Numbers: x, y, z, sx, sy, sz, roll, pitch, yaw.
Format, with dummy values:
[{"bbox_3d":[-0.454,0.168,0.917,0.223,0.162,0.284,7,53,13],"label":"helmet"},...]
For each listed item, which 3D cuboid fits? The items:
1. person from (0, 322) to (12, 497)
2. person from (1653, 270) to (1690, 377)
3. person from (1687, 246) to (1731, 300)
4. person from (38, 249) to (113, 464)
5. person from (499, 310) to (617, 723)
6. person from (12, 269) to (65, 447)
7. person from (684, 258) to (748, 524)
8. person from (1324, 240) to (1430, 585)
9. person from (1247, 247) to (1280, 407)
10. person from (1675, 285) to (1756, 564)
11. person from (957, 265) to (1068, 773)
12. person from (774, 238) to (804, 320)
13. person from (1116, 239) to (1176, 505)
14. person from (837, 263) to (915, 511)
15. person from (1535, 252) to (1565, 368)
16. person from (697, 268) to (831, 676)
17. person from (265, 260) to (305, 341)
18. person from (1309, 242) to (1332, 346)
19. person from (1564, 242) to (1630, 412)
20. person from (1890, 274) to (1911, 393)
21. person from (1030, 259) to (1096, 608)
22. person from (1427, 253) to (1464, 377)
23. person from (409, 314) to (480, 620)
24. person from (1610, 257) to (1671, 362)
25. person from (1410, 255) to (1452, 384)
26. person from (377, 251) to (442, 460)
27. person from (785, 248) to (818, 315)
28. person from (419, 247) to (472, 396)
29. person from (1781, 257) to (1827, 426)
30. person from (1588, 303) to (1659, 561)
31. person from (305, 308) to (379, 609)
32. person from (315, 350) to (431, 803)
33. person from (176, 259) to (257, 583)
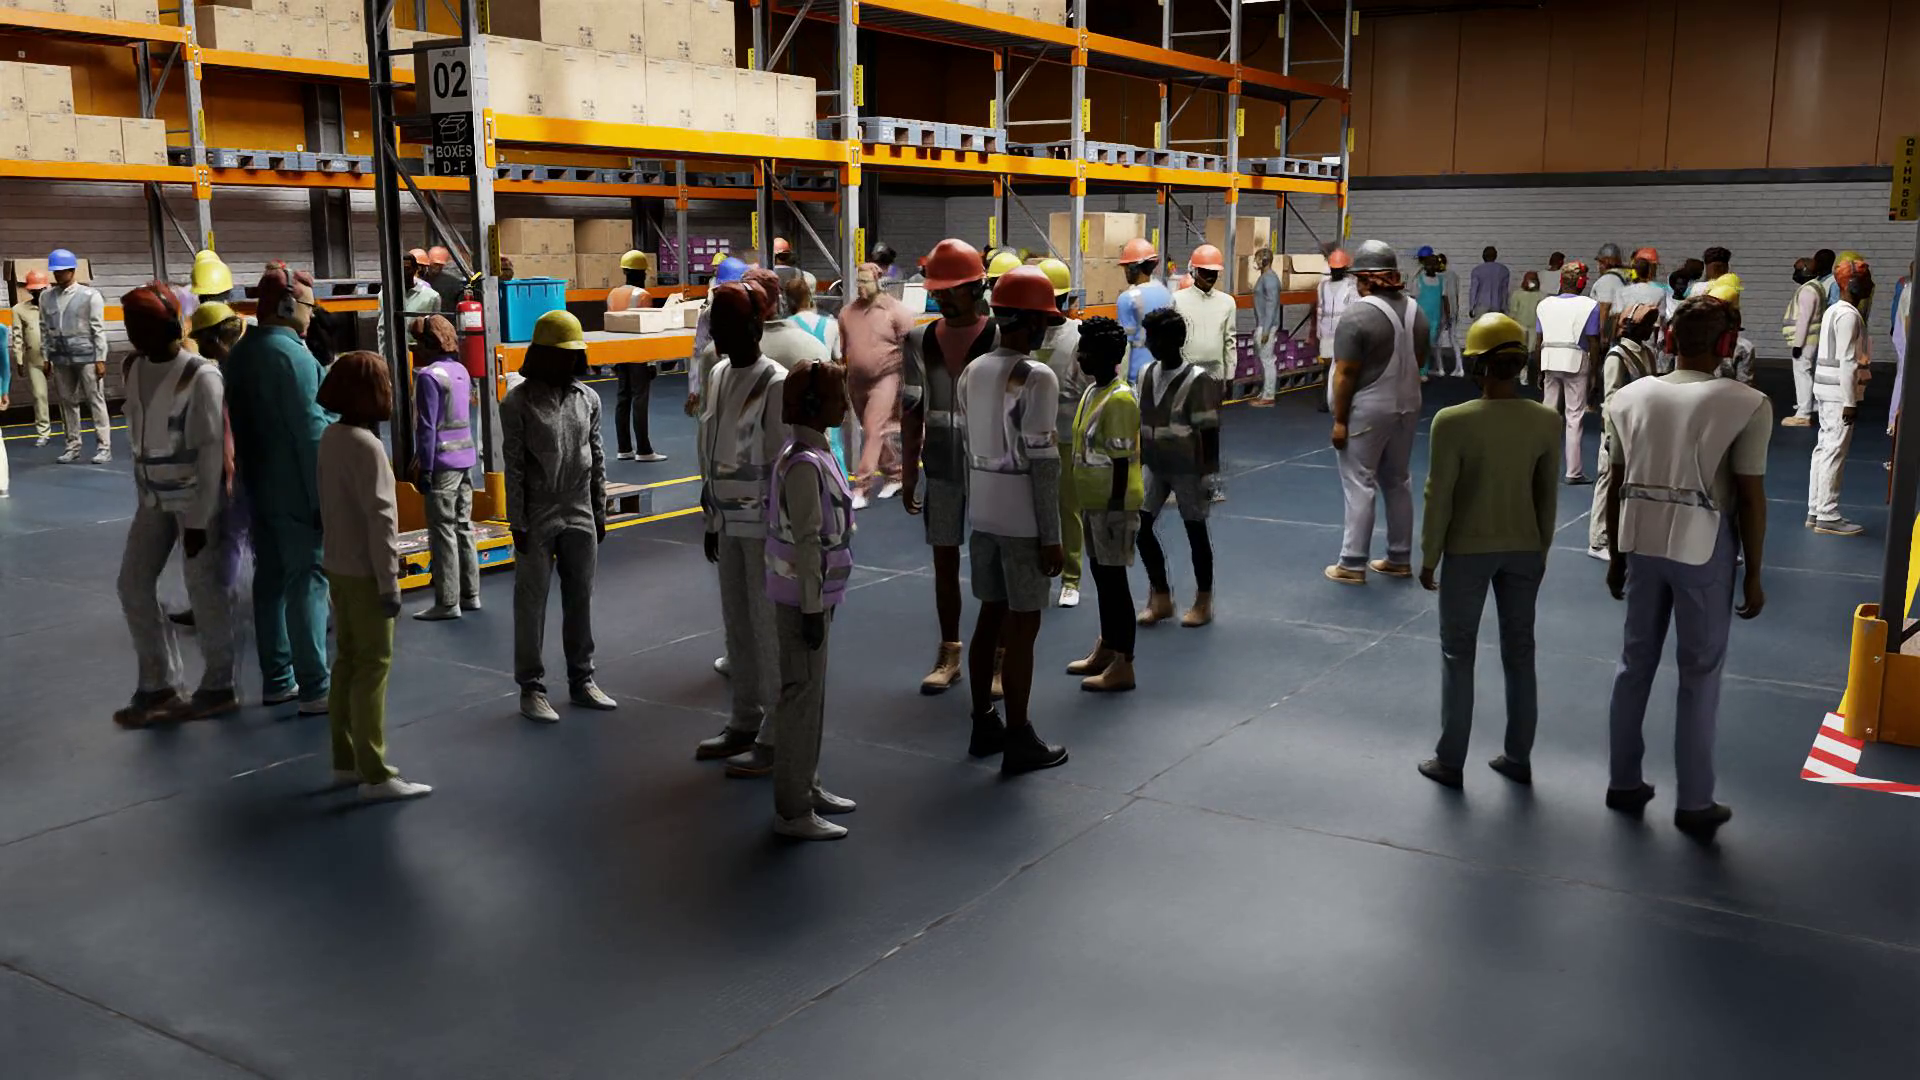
[{"bbox_3d":[-7.719,-1.176,12.995,0.354,1.737,0.574,7,12,32],"label":"person"},{"bbox_3d":[7.763,-2.075,18.083,0.533,1.697,0.318,0,10,-2],"label":"person"},{"bbox_3d":[7.318,-1.883,16.271,0.367,1.966,0.605,-1,10,-3],"label":"person"},{"bbox_3d":[-8.021,-1.646,15.038,0.605,1.938,0.410,1,10,5],"label":"person"},{"bbox_3d":[-1.687,-0.099,7.037,0.320,1.737,0.483,10,14,43],"label":"person"},{"bbox_3d":[-8.953,-1.773,16.295,0.573,1.739,0.355,-4,11,-19],"label":"person"},{"bbox_3d":[-1.585,-1.021,11.696,0.598,1.887,1.058,5,11,26],"label":"person"},{"bbox_3d":[2.436,-0.771,9.900,0.689,2.000,0.536,-7,12,-32],"label":"person"},{"bbox_3d":[3.712,-2.585,20.235,0.352,1.937,0.635,1,10,4],"label":"person"},{"bbox_3d":[4.701,-0.710,10.389,0.484,1.745,0.297,9,14,41],"label":"person"},{"bbox_3d":[0.222,-0.079,6.391,0.386,1.929,0.543,-7,12,-33],"label":"person"},{"bbox_3d":[-2.231,-2.730,20.741,0.609,2.048,0.367,-6,12,-32],"label":"person"},{"bbox_3d":[1.369,-1.249,12.604,0.608,2.033,0.429,-9,14,-42],"label":"person"},{"bbox_3d":[-0.683,-1.184,12.725,0.665,1.858,1.011,6,12,30],"label":"person"},{"bbox_3d":[9.314,-3.607,26.200,0.575,1.832,0.402,9,14,42],"label":"person"},{"bbox_3d":[-0.908,-0.302,7.717,0.647,1.897,0.399,-5,11,-27],"label":"person"},{"bbox_3d":[-6.997,-2.007,17.378,0.641,1.822,0.453,9,13,40],"label":"person"},{"bbox_3d":[6.211,-4.057,28.282,0.610,1.986,0.412,-4,11,-19],"label":"person"},{"bbox_3d":[7.625,-2.491,19.432,0.885,2.000,0.682,9,14,42],"label":"person"},{"bbox_3d":[12.535,-2.813,21.799,0.634,1.836,0.430,2,10,12],"label":"person"},{"bbox_3d":[0.499,-0.583,9.204,0.586,1.918,0.398,4,11,20],"label":"person"},{"bbox_3d":[7.181,-3.323,24.627,0.558,1.830,0.564,-6,12,-31],"label":"person"},{"bbox_3d":[-2.762,-0.392,8.935,0.324,1.630,0.525,1,10,5],"label":"person"},{"bbox_3d":[7.104,-2.009,17.330,0.611,1.834,0.739,4,11,20],"label":"person"},{"bbox_3d":[6.625,-3.087,23.371,0.524,1.808,0.886,-1,10,-4],"label":"person"},{"bbox_3d":[-4.943,-1.629,14.988,0.591,1.922,0.392,1,10,4],"label":"person"},{"bbox_3d":[-2.107,-2.712,20.974,0.636,1.939,0.401,-2,10,-9],"label":"person"},{"bbox_3d":[-6.374,-2.583,20.254,0.640,1.949,0.668,0,10,1],"label":"person"},{"bbox_3d":[9.224,-2.161,18.196,0.431,1.837,0.629,6,12,32],"label":"person"},{"bbox_3d":[4.213,-0.676,10.521,0.509,1.629,0.316,-9,14,-40],"label":"person"},{"bbox_3d":[-3.478,-0.453,9.190,0.551,1.636,0.869,-4,11,-19],"label":"person"},{"bbox_3d":[-2.157,0.131,6.033,0.268,1.630,0.507,-8,13,-38],"label":"person"},{"bbox_3d":[-4.287,-0.668,9.691,0.588,1.915,0.400,-2,10,-12],"label":"person"}]
